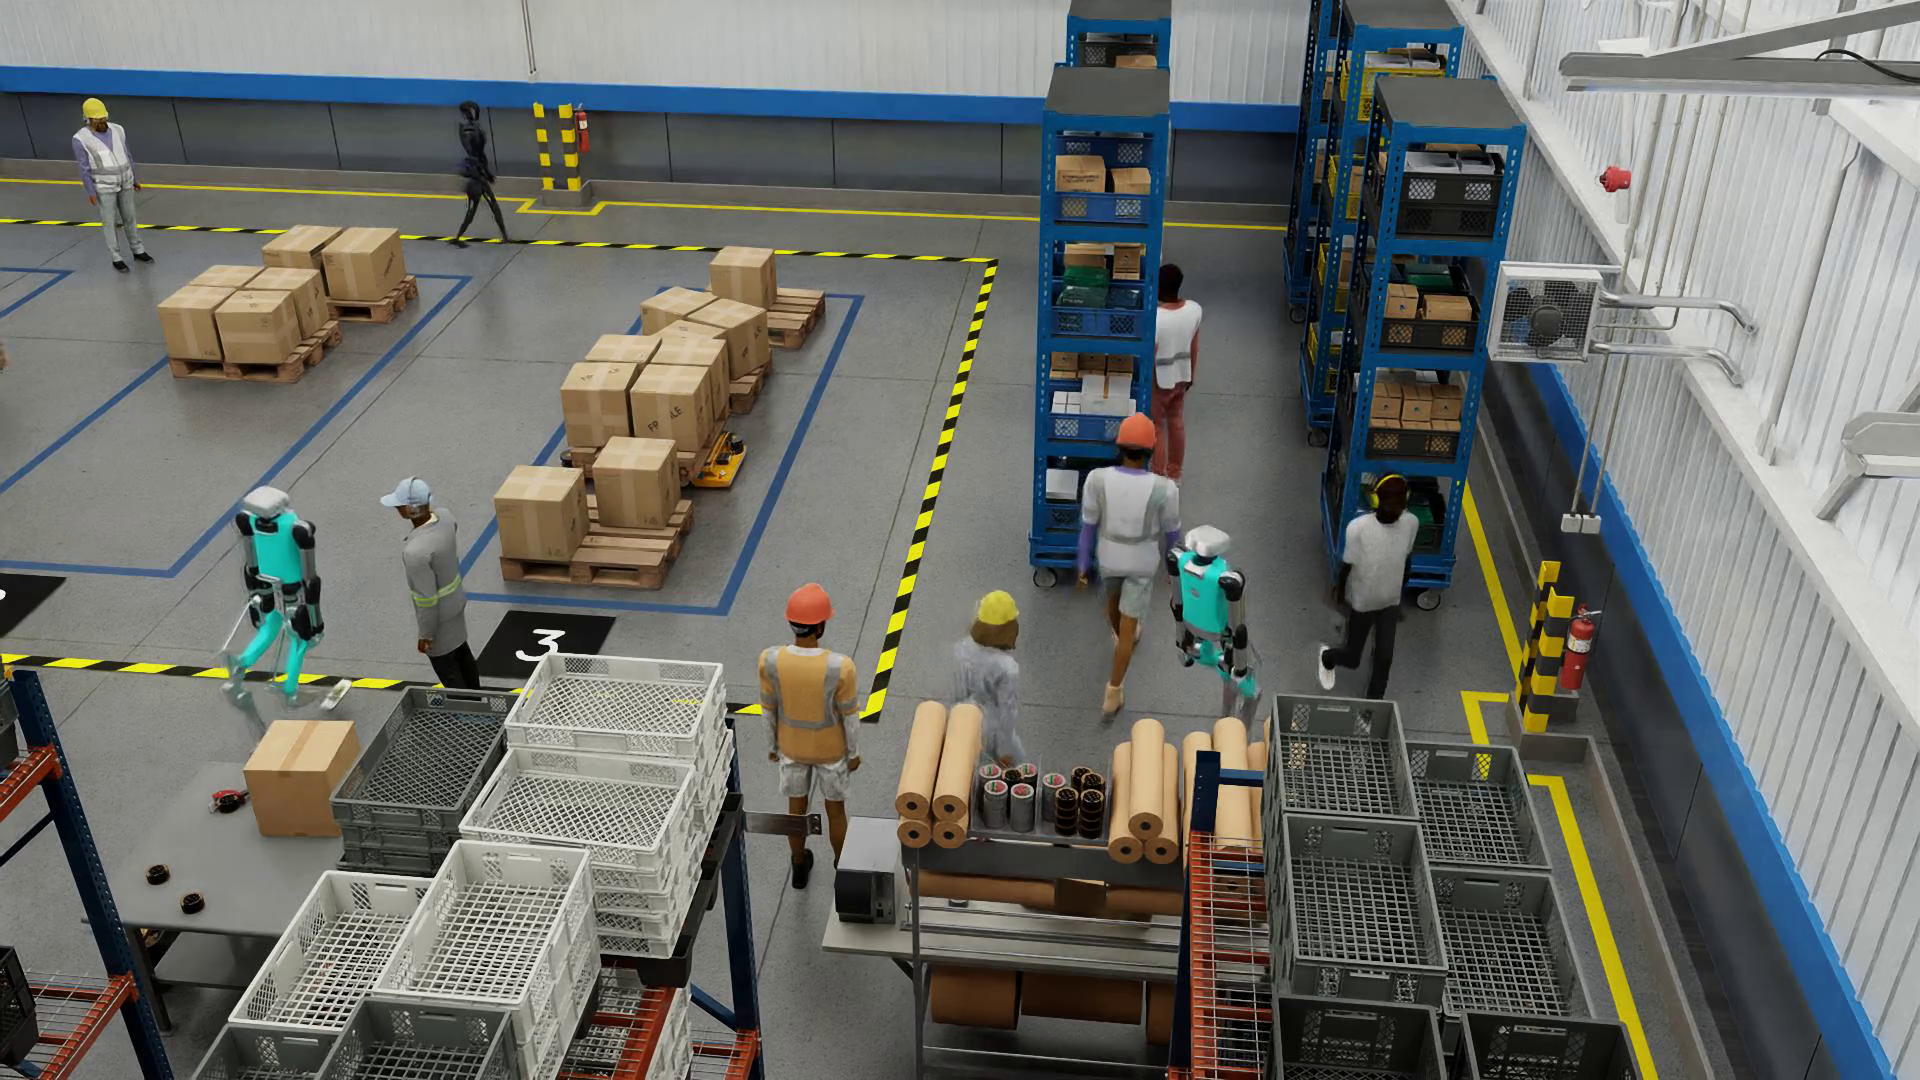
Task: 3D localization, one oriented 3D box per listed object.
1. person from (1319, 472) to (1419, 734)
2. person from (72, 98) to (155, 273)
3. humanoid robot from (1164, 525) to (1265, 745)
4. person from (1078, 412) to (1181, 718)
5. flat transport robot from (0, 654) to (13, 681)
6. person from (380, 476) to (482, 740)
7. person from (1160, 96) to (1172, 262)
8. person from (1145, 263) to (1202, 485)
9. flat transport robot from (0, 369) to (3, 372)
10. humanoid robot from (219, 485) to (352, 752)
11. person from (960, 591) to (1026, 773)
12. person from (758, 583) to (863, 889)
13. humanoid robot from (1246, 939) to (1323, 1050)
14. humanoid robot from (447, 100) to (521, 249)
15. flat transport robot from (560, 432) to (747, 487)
[{"bbox_3d":[2.584,0.372,10.469,0.520,1.846,0.733,-7,31,-12],"label":"person"},{"bbox_3d":[-8.951,-3.763,17.582,0.403,1.830,0.597,18,35,27],"label":"person"},{"bbox_3d":[1.618,0.637,10.123,0.785,1.783,0.559,-26,39,-37],"label":"humanoid robot"},{"bbox_3d":[1.097,0.115,10.773,0.627,1.986,1.068,11,32,19],"label":"person"},{"bbox_3d":[-7.142,0.969,11.010,1.431,0.231,0.659,3,30,6],"label":"flat transport robot"},{"bbox_3d":[-3.276,0.432,10.357,0.389,1.850,0.599,2,30,3],"label":"person"},{"bbox_3d":[2.071,-3.892,17.767,0.328,1.872,0.507,3,30,5],"label":"person"},{"bbox_3d":[1.645,-1.270,13.221,0.595,1.918,0.380,-21,36,-32],"label":"person"},{"bbox_3d":[-9.342,-1.325,14.922,0.652,0.197,1.431,3,30,6],"label":"flat transport robot"},{"bbox_3d":[-4.267,0.565,10.277,0.542,1.742,1.048,10,32,16],"label":"humanoid robot"},{"bbox_3d":[0.224,1.033,9.477,0.889,1.689,0.496,-22,37,-33],"label":"person"},{"bbox_3d":[-0.803,1.103,9.132,0.545,1.927,0.381,6,31,10],"label":"person"},{"bbox_3d":[1.473,2.308,7.312,0.379,1.650,0.610,-8,31,-14],"label":"humanoid robot"},{"bbox_3d":[-5.312,-3.985,18.170,0.772,1.635,0.589,-2,30,-3],"label":"humanoid robot"},{"bbox_3d":[-2.554,-0.707,13.861,1.431,0.197,0.652,3,30,6],"label":"flat transport robot"}]
